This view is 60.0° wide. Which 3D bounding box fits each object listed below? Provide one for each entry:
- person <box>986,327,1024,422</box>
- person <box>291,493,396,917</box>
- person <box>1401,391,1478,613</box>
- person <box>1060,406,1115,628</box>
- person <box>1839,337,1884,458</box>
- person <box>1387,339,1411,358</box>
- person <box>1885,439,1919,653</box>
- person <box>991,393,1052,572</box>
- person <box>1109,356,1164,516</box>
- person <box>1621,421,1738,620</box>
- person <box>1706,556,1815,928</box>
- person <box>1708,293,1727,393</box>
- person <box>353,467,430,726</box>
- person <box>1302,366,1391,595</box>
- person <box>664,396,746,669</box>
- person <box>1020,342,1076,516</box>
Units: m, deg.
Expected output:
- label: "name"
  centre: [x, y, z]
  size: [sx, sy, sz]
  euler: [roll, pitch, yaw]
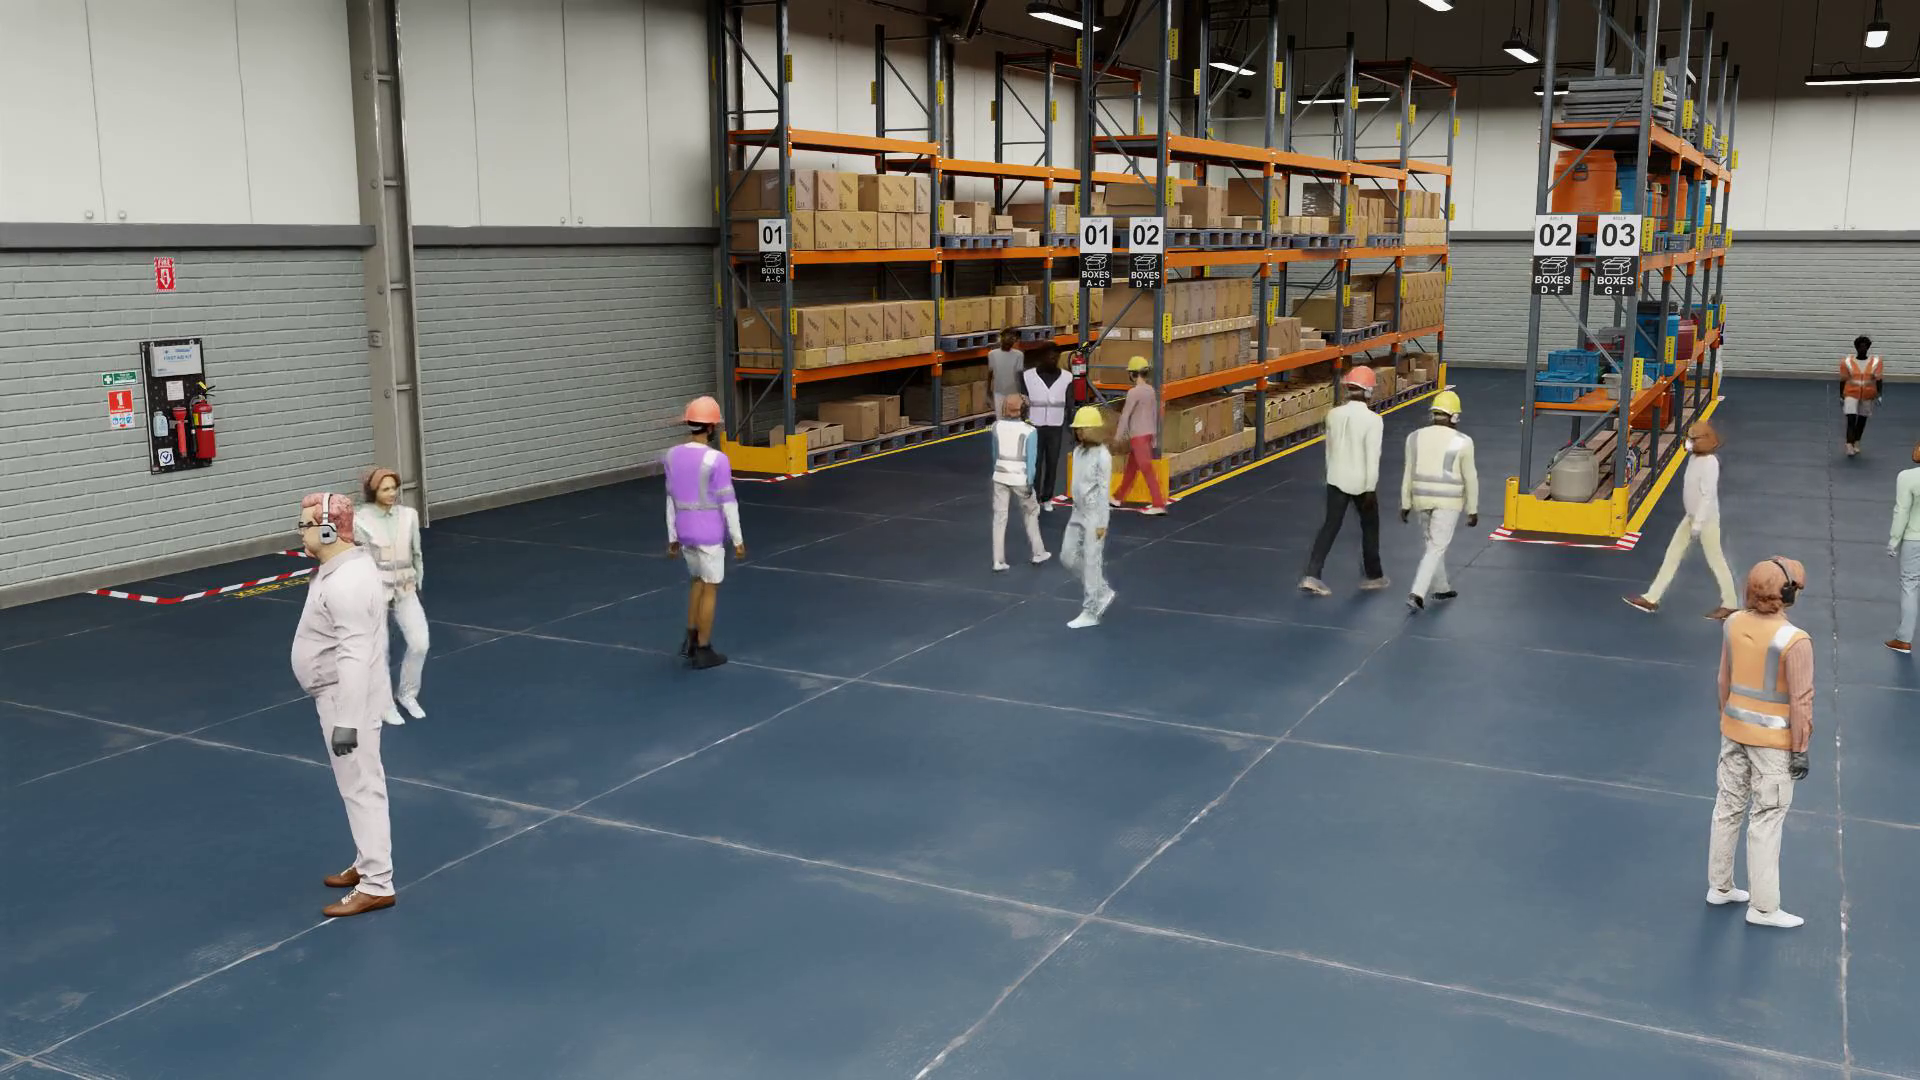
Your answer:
- label: "person"
  centre: [0.623, -1.972, 22.453]
  size: [0.535, 1.823, 0.977]
  euler: [0, 10, -1]
- label: "person"
  centre: [-2.777, 0.729, 7.479]
  size: [0.401, 1.906, 0.650]
  euler: [-3, 11, -18]
- label: "person"
  centre: [3.861, -0.308, 13.484]
  size: [0.892, 1.794, 0.618]
  euler: [-9, 14, -42]
- label: "person"
  centre: [1.006, -0.178, 12.882]
  size: [0.404, 1.728, 0.504]
  euler: [-6, 12, -28]
- label: "person"
  centre: [12.424, -1.987, 22.977]
  size: [0.533, 1.654, 0.864]
  euler: [4, 11, 20]
- label: "person"
  centre: [9.036, -4.147, 33.908]
  size: [1.089, 1.968, 0.683]
  euler: [2, 11, 12]
- label: "person"
  centre: [7.030, 0.015, 12.118]
  size: [0.508, 1.631, 0.265]
  euler: [1, 10, 3]
- label: "person"
  centre: [0.535, -0.536, 15.199]
  size: [0.521, 1.607, 0.794]
  euler: [6, 12, 30]
- label: "person"
  centre: [1.899, -1.138, 18.178]
  size: [0.883, 1.723, 0.528]
  euler: [6, 12, 30]
- label: "person"
  centre: [5.784, -0.152, 13.150]
  size: [0.873, 1.579, 0.501]
  euler: [1, 10, 5]
- label: "person"
  centre: [3.541, 0.884, 7.350]
  size: [0.309, 1.645, 0.515]
  euler: [-3, 11, -16]
- label: "person"
  centre: [14.634, -3.821, 32.202]
  size: [0.369, 1.938, 0.630]
  euler: [6, 12, 30]
- label: "person"
  centre: [-3.518, 0.358, 10.262]
  size: [0.409, 1.621, 0.531]
  euler: [10, 14, 42]
- label: "person"
  centre: [3.288, -0.499, 14.081]
  size: [1.012, 1.951, 0.621]
  euler: [-9, 14, -40]
- label: "person"
  centre: [-1.769, -0.049, 11.687]
  size: [0.561, 1.921, 0.452]
  euler: [7, 13, 34]
- label: "person"
  centre: [0.956, -1.206, 18.129]
  size: [0.609, 1.871, 0.831]
  euler: [-1, 10, -6]
